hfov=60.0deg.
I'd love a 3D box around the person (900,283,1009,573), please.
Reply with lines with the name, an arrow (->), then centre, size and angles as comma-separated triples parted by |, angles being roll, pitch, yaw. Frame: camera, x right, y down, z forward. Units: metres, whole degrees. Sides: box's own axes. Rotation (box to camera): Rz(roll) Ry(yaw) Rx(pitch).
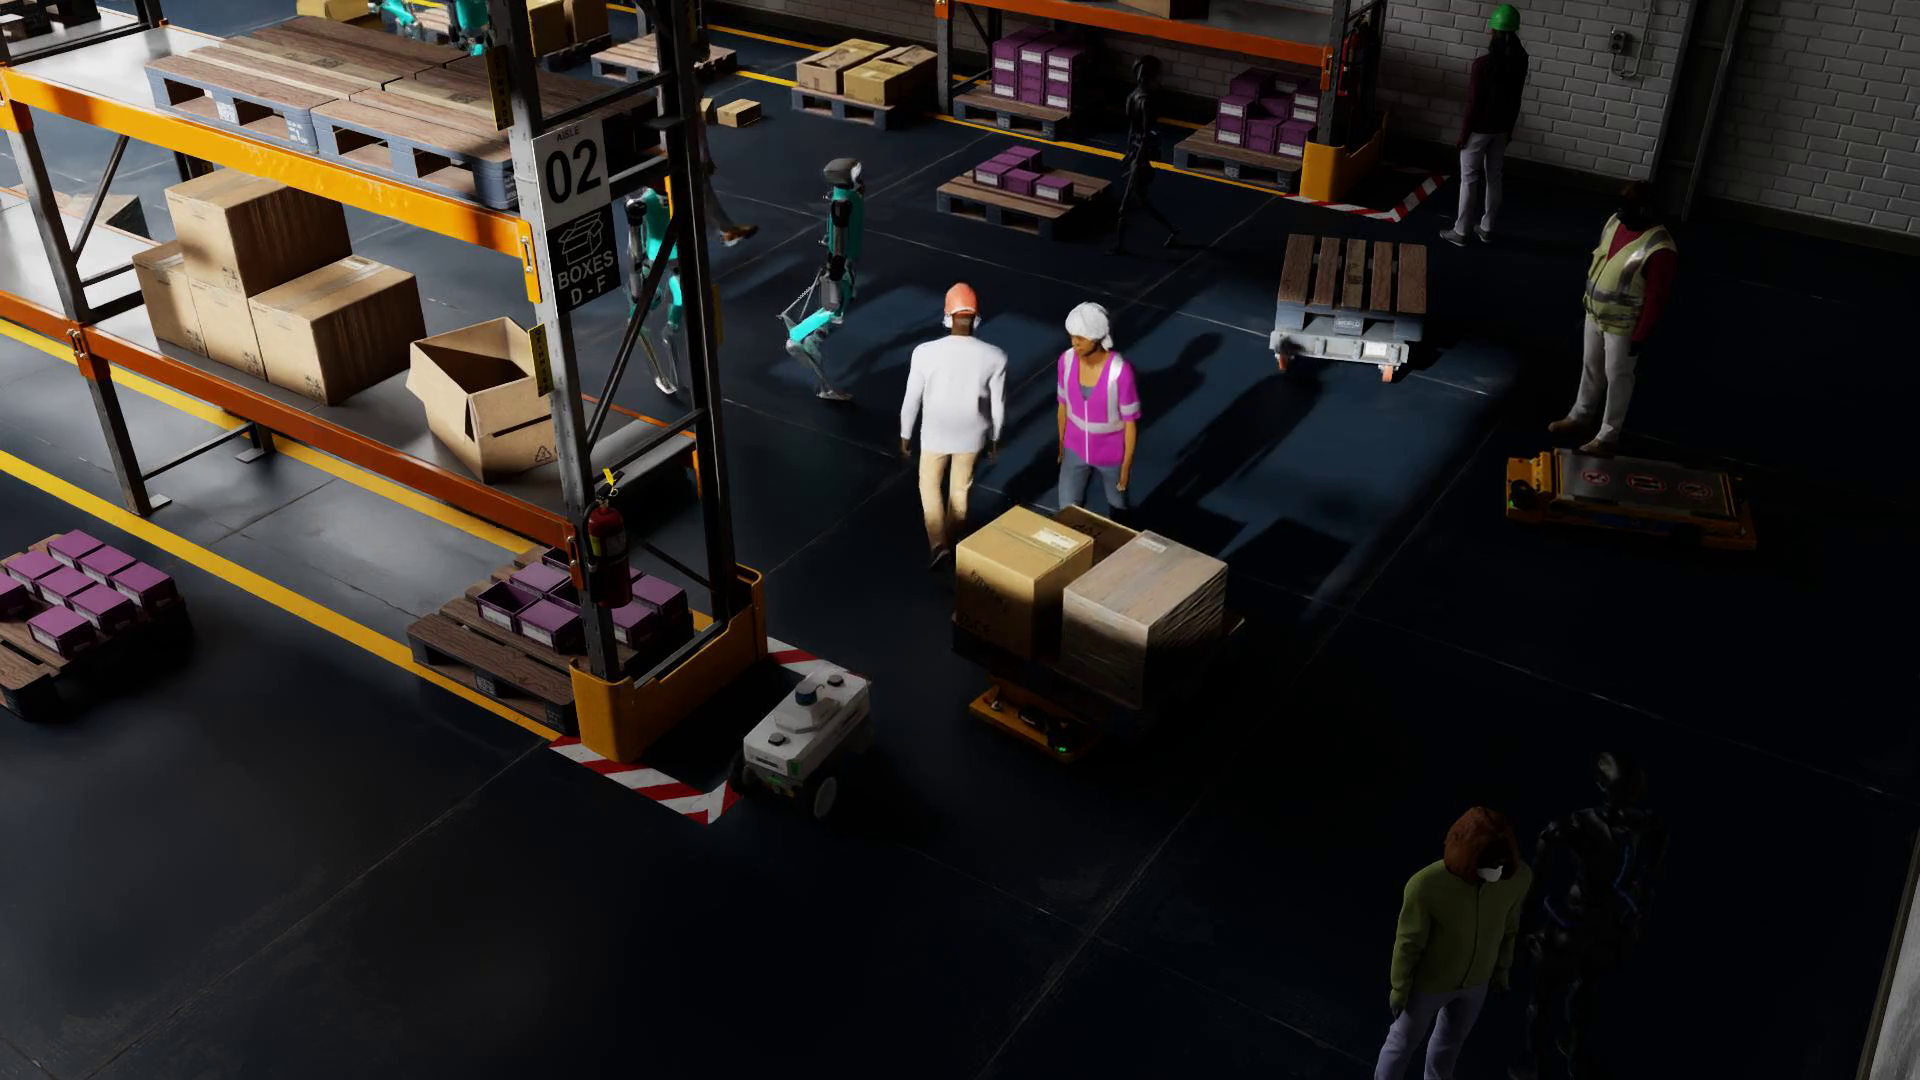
person -> -0.031, -0.597, 9.457 | 0.605, 1.717, 0.563 | -4, 33, -6

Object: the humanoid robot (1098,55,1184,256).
humanoid robot -> 1.502, -3.072, 13.328 | 0.704, 1.636, 0.589 | -2, 33, -3

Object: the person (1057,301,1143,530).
person -> 0.780, -0.527, 9.282 | 0.526, 1.806, 0.678 | 16, 36, 23

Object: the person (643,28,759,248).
person -> -2.196, -3.162, 13.281 | 1.091, 1.848, 0.631 | -9, 34, -13

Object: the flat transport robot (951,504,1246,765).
flat transport robot -> 0.754, 0.654, 8.868 | 0.659, 0.231, 1.431 | 25, 40, 33

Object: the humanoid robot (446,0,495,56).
humanoid robot -> -4.751, -4.656, 15.736 | 1.024, 1.784, 0.533 | 22, 39, 30

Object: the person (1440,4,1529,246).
person -> 4.276, -3.329, 13.449 | 0.501, 1.949, 0.422 | -9, 34, -14

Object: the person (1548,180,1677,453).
person -> 4.169, -1.407, 10.594 | 0.430, 1.843, 0.624 | -8, 34, -12

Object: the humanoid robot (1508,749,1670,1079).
humanoid robot -> 2.343, 1.498, 6.297 | 0.604, 1.649, 0.354 | -6, 34, -10

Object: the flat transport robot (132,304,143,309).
flat transport robot -> -6.526, -1.994, 12.938 | 1.431, 0.231, 0.659 | 20, 38, 28

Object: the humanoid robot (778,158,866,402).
humanoid robot -> -0.956, -1.644, 11.137 | 0.694, 1.879, 0.536 | 5, 33, 7

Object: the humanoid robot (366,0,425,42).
humanoid robot -> -5.789, -5.654, 17.271 | 1.033, 1.781, 0.542 | 16, 36, 23

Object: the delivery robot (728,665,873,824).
delivery robot -> -0.752, 0.972, 8.132 | 0.499, 0.611, 0.812 | 17, 37, 24

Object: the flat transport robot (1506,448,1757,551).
flat transport robot -> 4.132, -0.264, 10.278 | 1.431, 0.231, 0.659 | 9, 34, 13

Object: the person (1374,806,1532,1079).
person -> 1.804, 1.621, 6.128 | 0.497, 1.633, 0.287 | -8, 34, -13

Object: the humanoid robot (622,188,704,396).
humanoid robot -> -2.039, -1.703, 11.222 | 0.529, 1.880, 0.768 | -20, 38, -28
